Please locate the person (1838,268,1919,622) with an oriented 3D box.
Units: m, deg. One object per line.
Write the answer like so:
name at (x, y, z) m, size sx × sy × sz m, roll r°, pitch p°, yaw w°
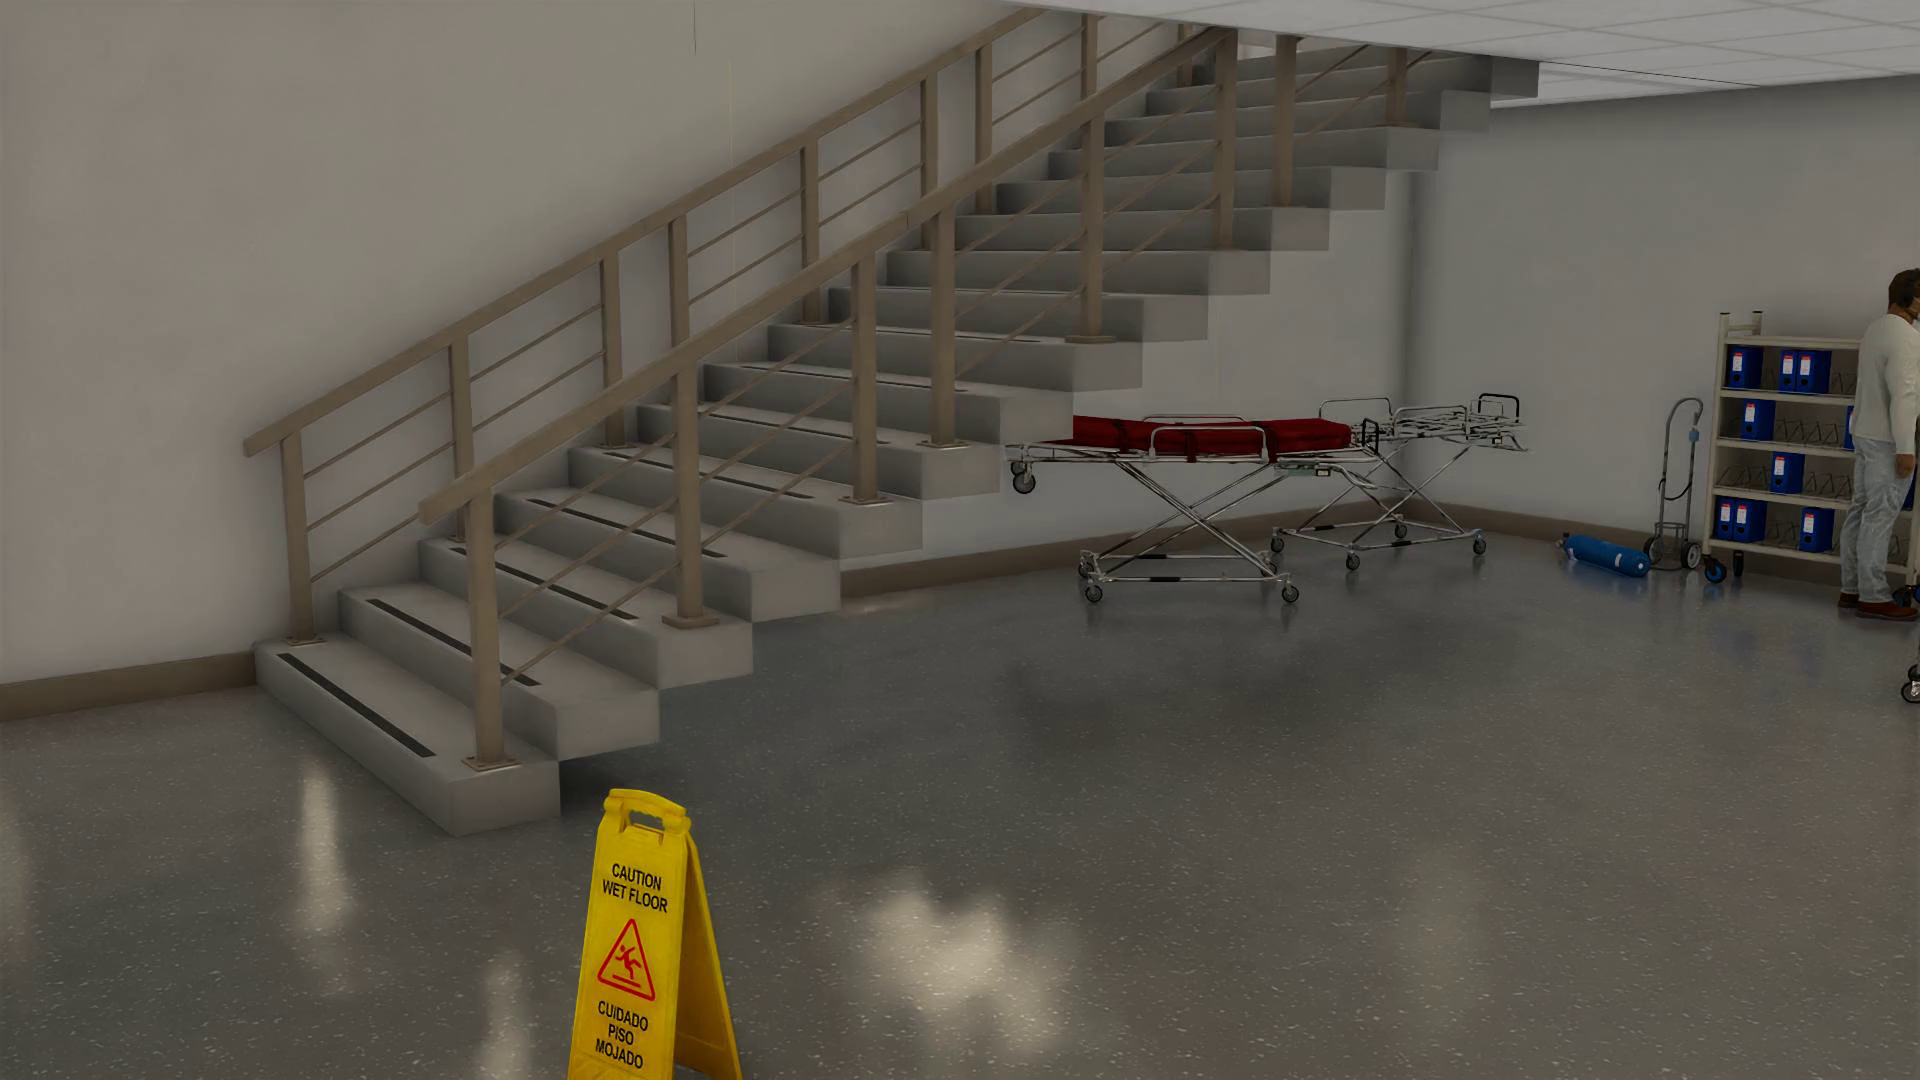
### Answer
person at (5.137, -0.531, 9.212) m, size 0.379 × 1.933 × 0.629 m, roll 2°, pitch 10°, yaw 13°
